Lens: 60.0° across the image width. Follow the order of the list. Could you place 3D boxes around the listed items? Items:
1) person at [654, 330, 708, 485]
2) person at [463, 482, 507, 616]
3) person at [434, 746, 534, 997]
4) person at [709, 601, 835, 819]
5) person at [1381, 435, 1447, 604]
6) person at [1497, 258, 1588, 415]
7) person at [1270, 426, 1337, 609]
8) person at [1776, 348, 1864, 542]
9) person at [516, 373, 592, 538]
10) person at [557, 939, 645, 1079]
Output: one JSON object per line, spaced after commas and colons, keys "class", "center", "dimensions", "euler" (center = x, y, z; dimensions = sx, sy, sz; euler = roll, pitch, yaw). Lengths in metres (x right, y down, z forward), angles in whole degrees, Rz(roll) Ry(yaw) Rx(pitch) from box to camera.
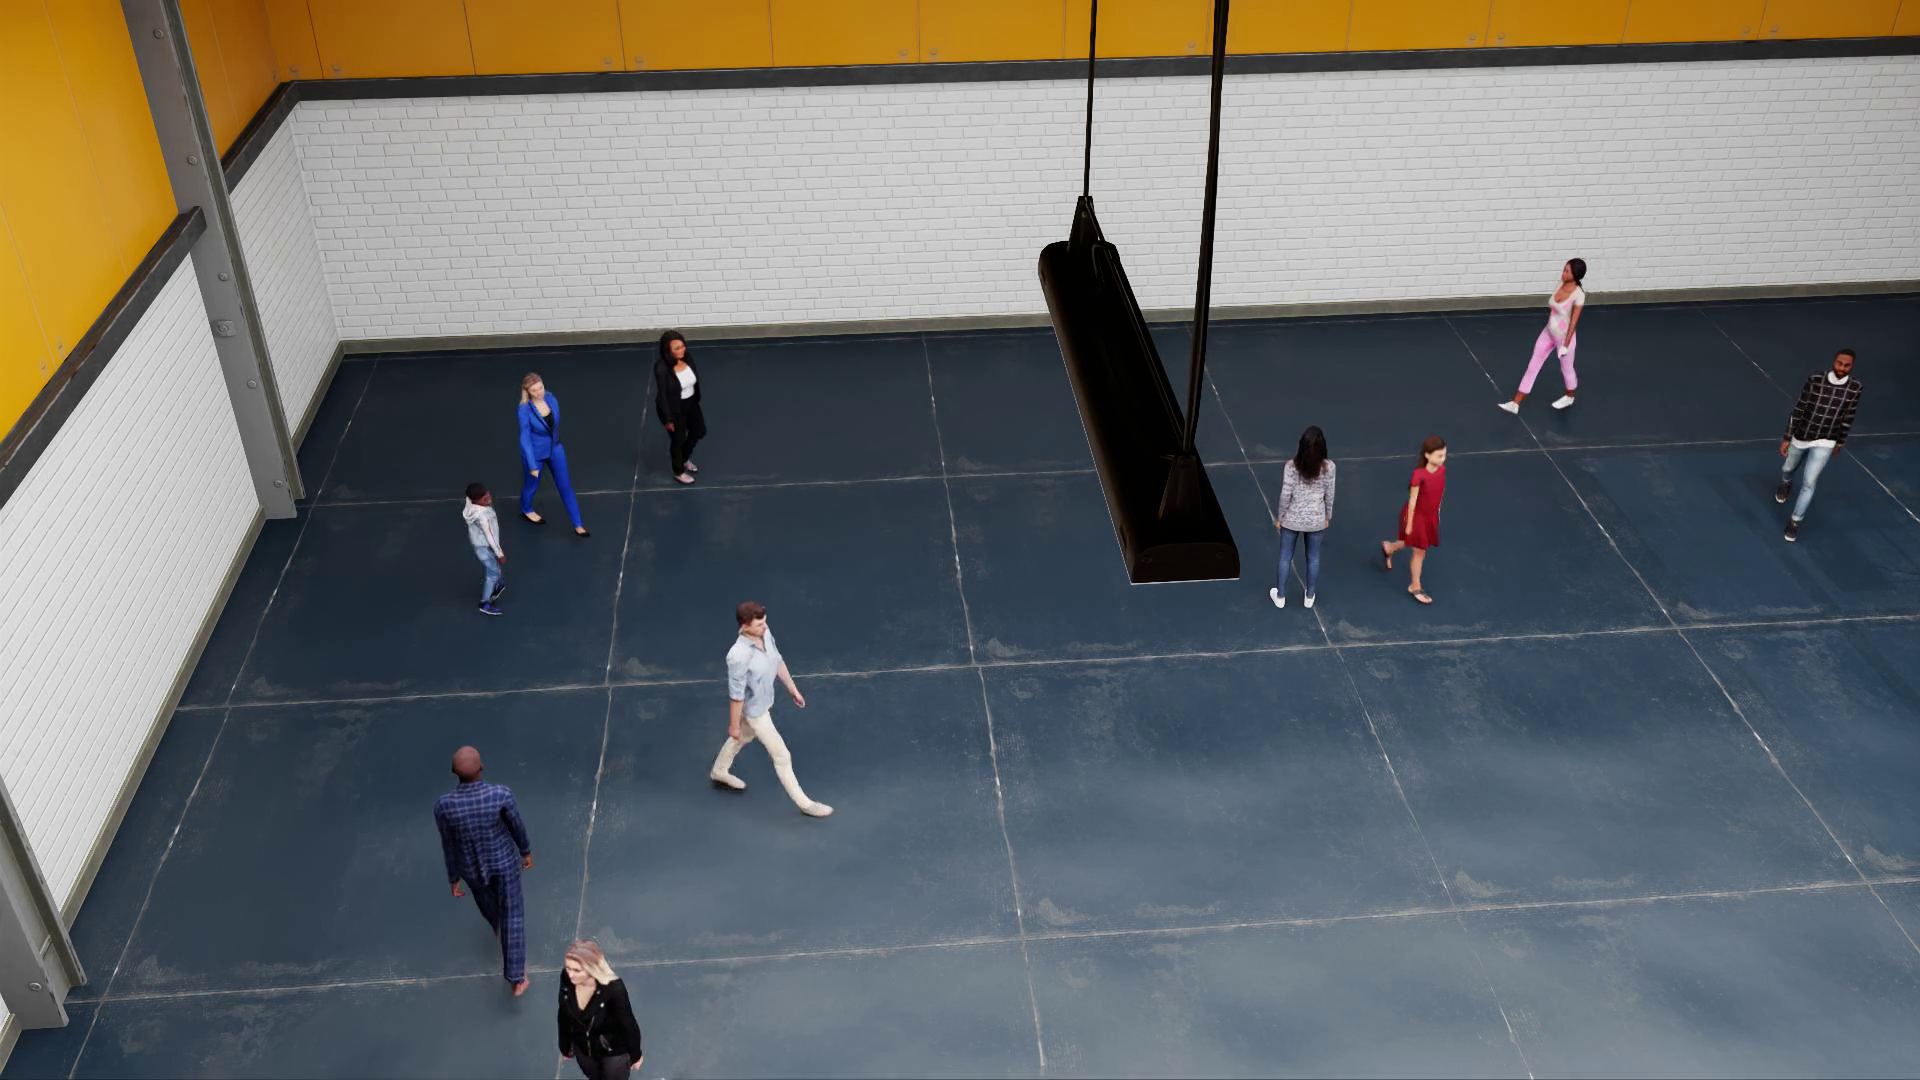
{"class": "person", "center": [-2.722, -1.270, 15.710], "dimensions": [0.834, 1.605, 0.750], "euler": [18, 38, 25]}
{"class": "person", "center": [-4.035, -0.003, 14.130], "dimensions": [0.675, 1.244, 0.783], "euler": [26, 41, 33]}
{"class": "person", "center": [-2.961, 2.092, 10.489], "dimensions": [0.819, 1.785, 1.219], "euler": [-8, 34, -12]}
{"class": "person", "center": [-1.536, 1.168, 11.874], "dimensions": [1.035, 1.791, 1.290], "euler": [9, 35, 13]}
{"class": "person", "center": [3.896, -0.238, 14.221], "dimensions": [0.810, 1.534, 0.978], "euler": [-21, 39, -28]}
{"class": "person", "center": [6.109, -2.020, 16.761], "dimensions": [0.896, 1.690, 1.161], "euler": [-12, 36, -18]}
{"class": "person", "center": [2.883, -0.190, 13.969], "dimensions": [0.629, 1.733, 0.549], "euler": [1, 34, 1]}
{"class": "person", "center": [7.741, -0.963, 15.085], "dimensions": [1.082, 1.786, 1.296], "euler": [16, 37, 22]}
{"class": "person", "center": [-3.821, -0.798, 14.946], "dimensions": [1.144, 1.664, 1.108], "euler": [19, 38, 26]}
{"class": "person", "center": [-1.984, 2.831, 9.478], "dimensions": [0.725, 1.672, 0.725], "euler": [12, 35, 17]}
